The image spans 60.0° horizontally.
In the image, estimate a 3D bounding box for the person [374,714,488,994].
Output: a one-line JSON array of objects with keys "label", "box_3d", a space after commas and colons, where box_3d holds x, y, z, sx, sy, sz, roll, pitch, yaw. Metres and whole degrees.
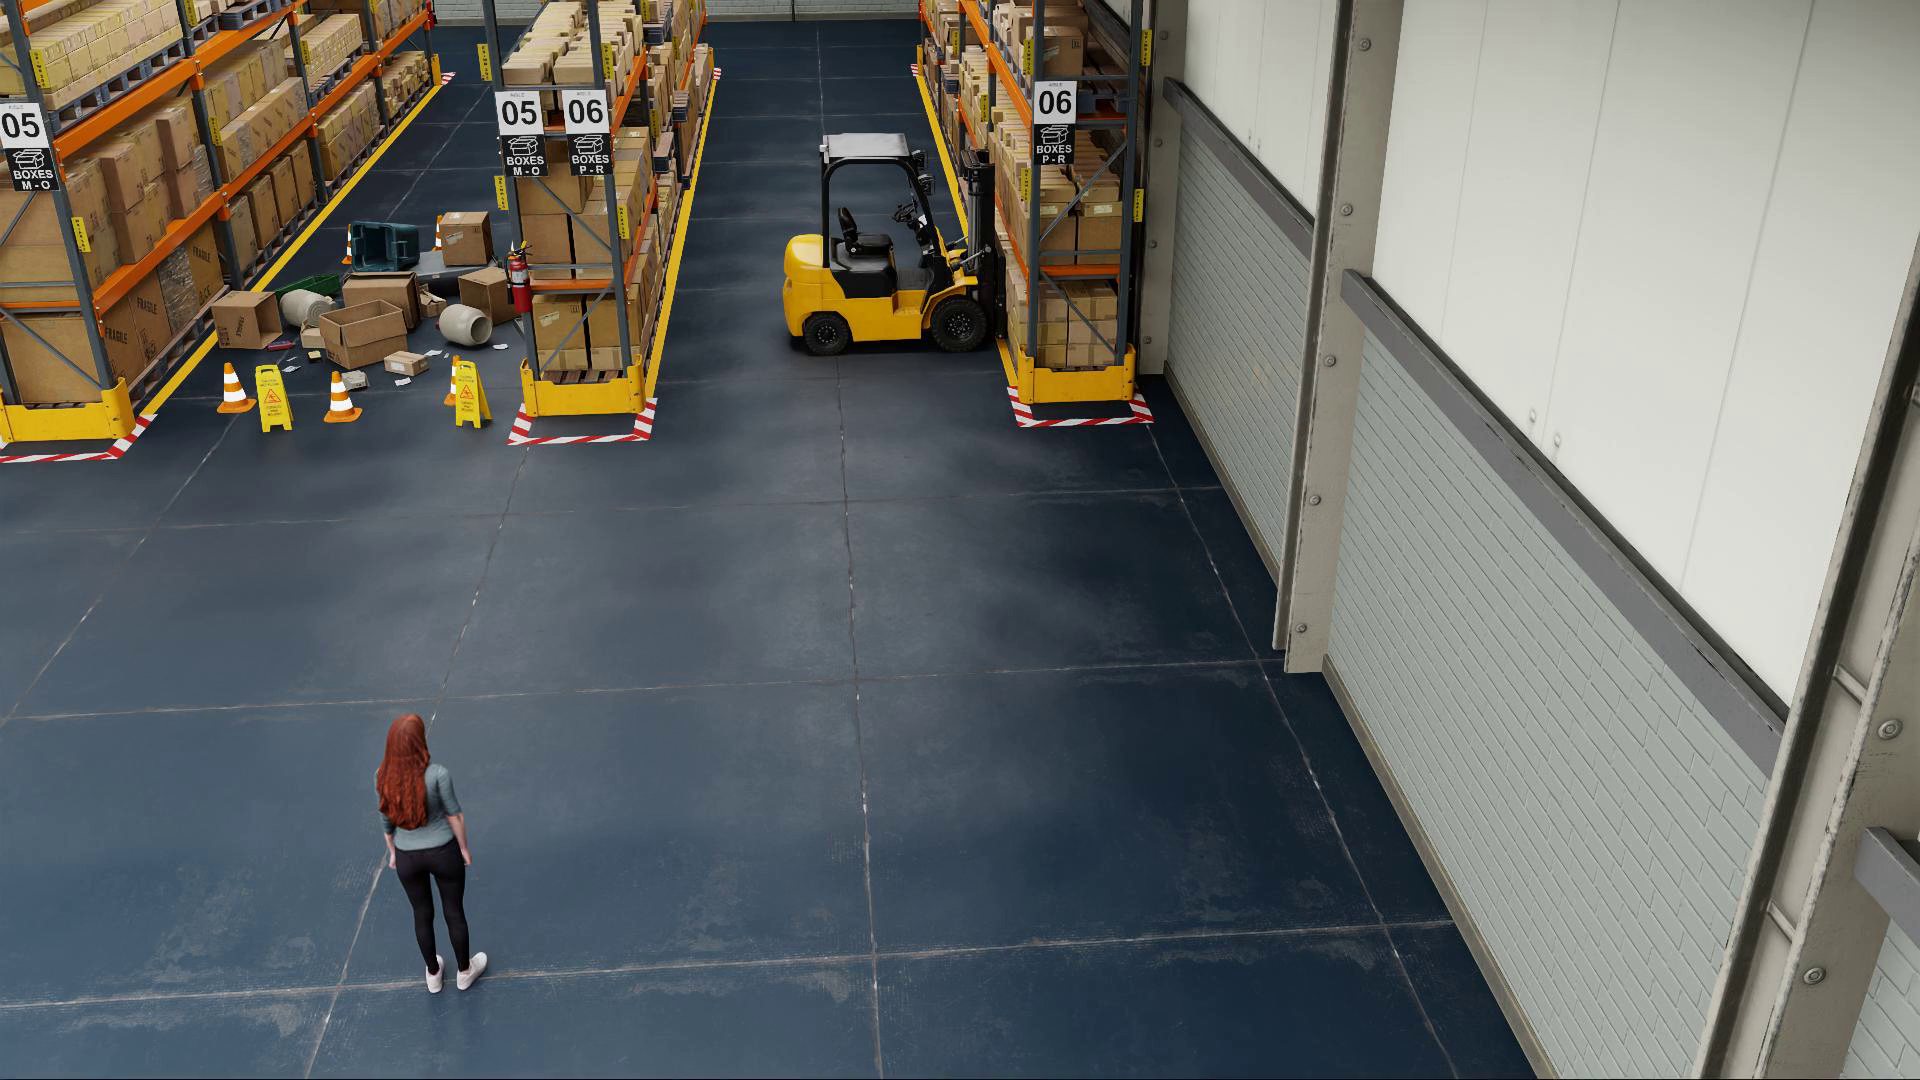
[{"label": "person", "box_3d": [-2.873, 1.701, 8.982, 0.595, 1.743, 0.534, -1, 27, -2]}]
